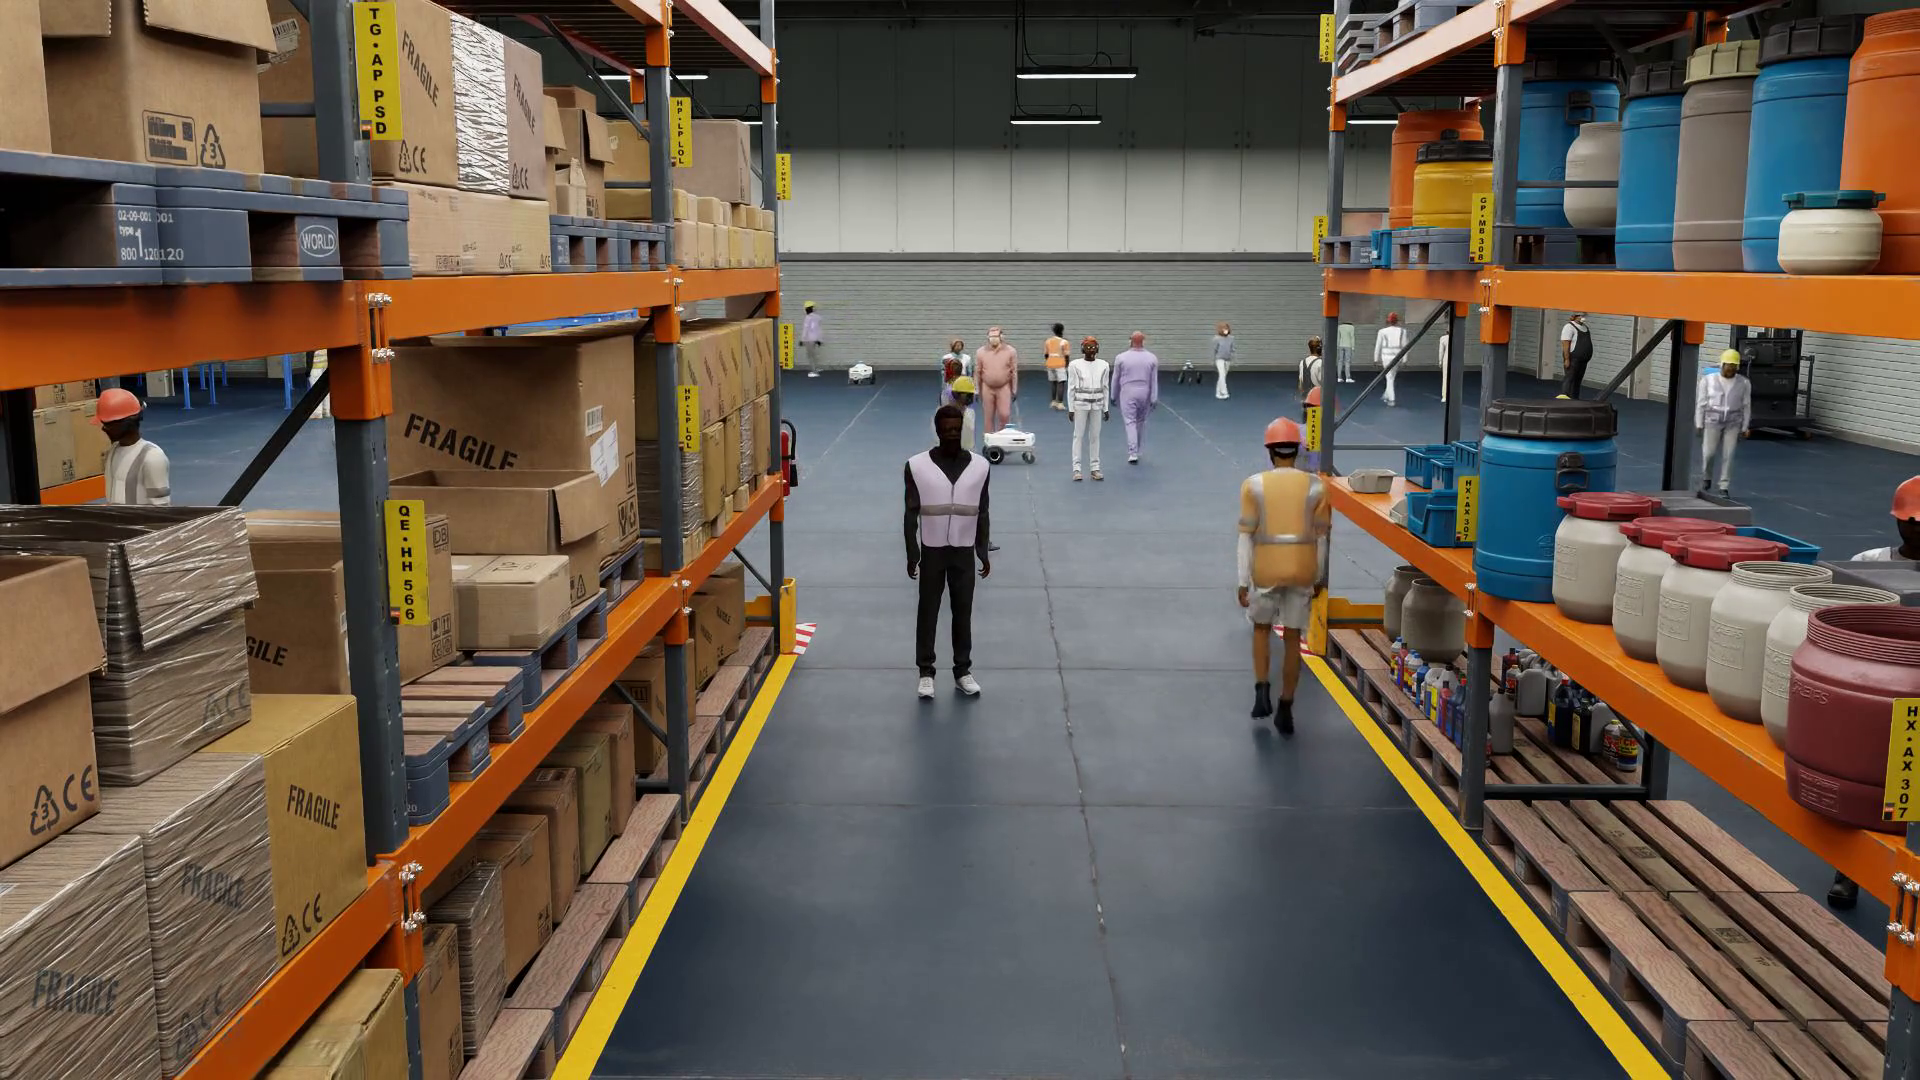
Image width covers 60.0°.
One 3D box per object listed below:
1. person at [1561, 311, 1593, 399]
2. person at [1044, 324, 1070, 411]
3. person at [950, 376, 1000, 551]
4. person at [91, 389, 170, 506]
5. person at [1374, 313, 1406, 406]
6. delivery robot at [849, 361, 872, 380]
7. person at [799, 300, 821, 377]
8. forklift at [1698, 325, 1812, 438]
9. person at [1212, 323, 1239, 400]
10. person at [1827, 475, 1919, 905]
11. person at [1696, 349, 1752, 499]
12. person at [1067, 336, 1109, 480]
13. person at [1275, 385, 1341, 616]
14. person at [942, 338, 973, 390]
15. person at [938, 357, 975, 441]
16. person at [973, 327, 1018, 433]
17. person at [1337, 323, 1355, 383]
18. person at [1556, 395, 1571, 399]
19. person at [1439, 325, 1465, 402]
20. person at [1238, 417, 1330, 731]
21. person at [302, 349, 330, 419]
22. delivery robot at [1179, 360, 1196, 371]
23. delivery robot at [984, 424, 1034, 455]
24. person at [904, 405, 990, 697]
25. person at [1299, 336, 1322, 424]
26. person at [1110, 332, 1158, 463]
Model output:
[{"bbox_3d":[11.950,-3.502,32.148,0.688,2.000,0.536,-7,12,-37],"label":"person"},{"bbox_3d":[1.864,-3.349,32.233,0.568,1.665,0.467,6,11,31],"label":"person"},{"bbox_3d":[0.055,-0.730,16.342,0.786,1.737,0.532,8,13,41],"label":"person"},{"bbox_3d":[-5.443,0.019,10.956,0.605,2.033,0.392,7,12,35],"label":"person"},{"bbox_3d":[8.652,-3.643,33.495,0.600,1.830,0.977,-1,10,-4],"label":"person"},{"bbox_3d":[-2.327,-3.946,38.969,0.477,0.478,0.707,3,10,17],"label":"delivery robot"},{"bbox_3d":[-3.758,-5.024,41.552,0.615,1.900,0.587,4,10,22],"label":"person"},{"bbox_3d":[13.248,-3.165,27.620,1.129,2.768,1.873,0,9,1],"label":"forklift"},{"bbox_3d":[5.533,-3.731,34.752,0.506,1.585,0.868,-4,10,-20],"label":"person"},{"bbox_3d":[4.143,0.676,7.305,0.542,1.938,0.357,4,10,24],"label":"person"},{"bbox_3d":[9.271,-1.417,20.198,0.611,1.812,0.441,3,10,17],"label":"person"},{"bbox_3d":[1.693,-1.730,21.886,0.575,1.882,0.355,-3,10,-16],"label":"person"},{"bbox_3d":[2.703,-0.265,13.036,0.541,1.903,0.551,-2,10,-12],"label":"person"},{"bbox_3d":[-0.065,-2.528,27.469,0.522,1.616,0.740,-4,10,-22],"label":"person"},{"bbox_3d":[-0.053,-1.026,17.771,0.389,1.847,0.567,4,10,24],"label":"person"},{"bbox_3d":[0.521,-2.249,24.977,0.669,1.883,0.664,1,10,5],"label":"person"},{"bbox_3d":[9.218,-4.583,39.716,0.283,1.631,0.498,-8,12,-39],"label":"person"},{"bbox_3d":[4.958,-0.323,13.804,0.533,1.767,0.326,2,10,13],"label":"person"},{"bbox_3d":[10.063,-3.637,34.046,0.498,1.634,0.278,4,10,20],"label":"person"},{"bbox_3d":[1.983,0.206,10.228,0.553,1.907,0.493,1,10,7],"label":"person"},{"bbox_3d":[-11.857,-3.163,30.606,0.430,1.838,0.619,2,10,11],"label":"person"},{"bbox_3d":[5.411,-4.142,39.368,0.335,0.223,0.698,4,10,22],"label":"delivery robot"},{"bbox_3d":[0.707,-1.420,23.841,0.707,0.478,0.477,-1,10,-4],"label":"delivery robot"},{"bbox_3d":[-0.082,0.066,11.007,0.592,1.922,0.392,-3,10,-16],"label":"person"},{"bbox_3d":[4.852,-1.859,22.765,0.345,1.846,0.507,-6,11,-31],"label":"person"},{"bbox_3d":[2.506,-2.064,23.961,0.638,1.858,0.999,-2,10,-11],"label":"person"}]
